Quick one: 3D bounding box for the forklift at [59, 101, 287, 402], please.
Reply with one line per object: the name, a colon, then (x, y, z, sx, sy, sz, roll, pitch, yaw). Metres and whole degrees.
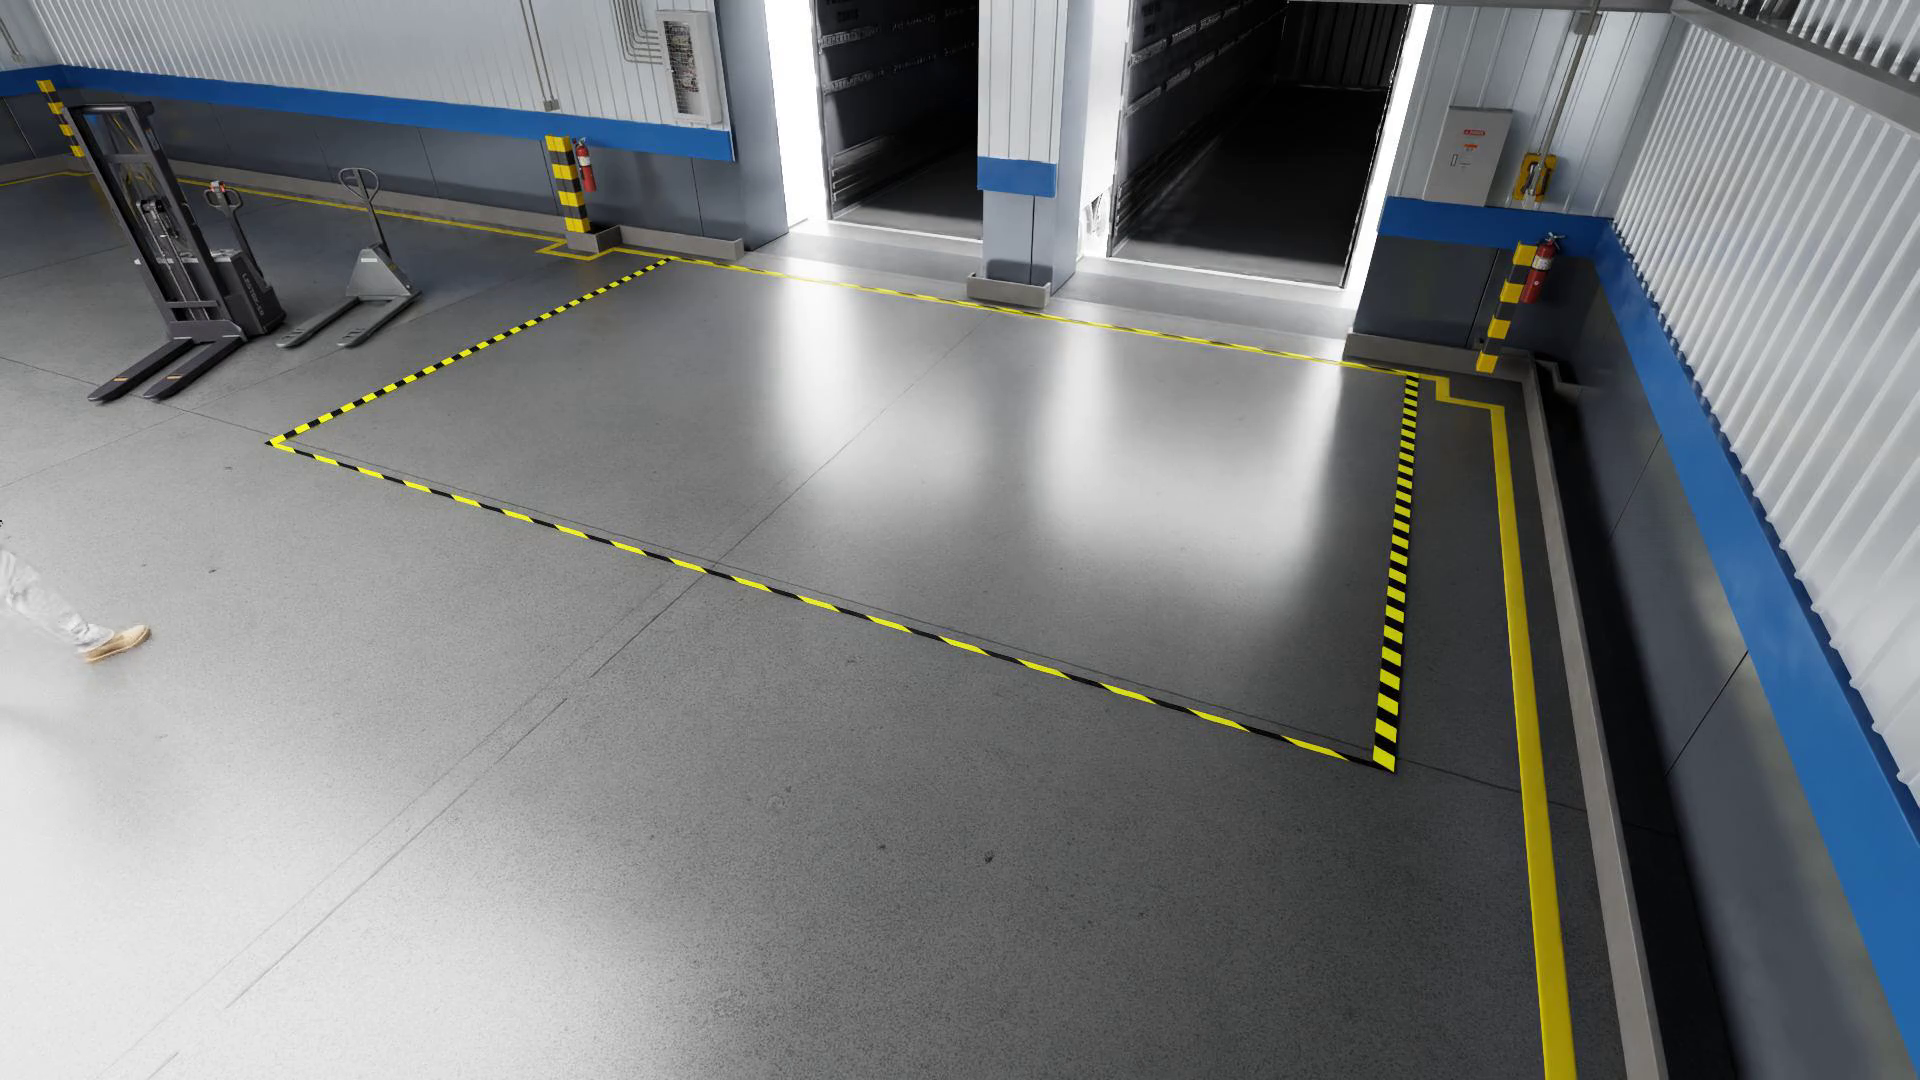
forklift: (-6.686, -2.387, 7.434, 0.823, 1.965, 1.885, -3, 35, -5)

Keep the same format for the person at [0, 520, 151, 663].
person: (-4.784, -0.049, 4.286, 0.927, 1.778, 0.664, -22, 40, -28)

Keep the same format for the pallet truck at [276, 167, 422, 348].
pallet truck: (-5.732, -2.611, 8.414, 0.680, 1.201, 1.601, -1, 35, -1)
